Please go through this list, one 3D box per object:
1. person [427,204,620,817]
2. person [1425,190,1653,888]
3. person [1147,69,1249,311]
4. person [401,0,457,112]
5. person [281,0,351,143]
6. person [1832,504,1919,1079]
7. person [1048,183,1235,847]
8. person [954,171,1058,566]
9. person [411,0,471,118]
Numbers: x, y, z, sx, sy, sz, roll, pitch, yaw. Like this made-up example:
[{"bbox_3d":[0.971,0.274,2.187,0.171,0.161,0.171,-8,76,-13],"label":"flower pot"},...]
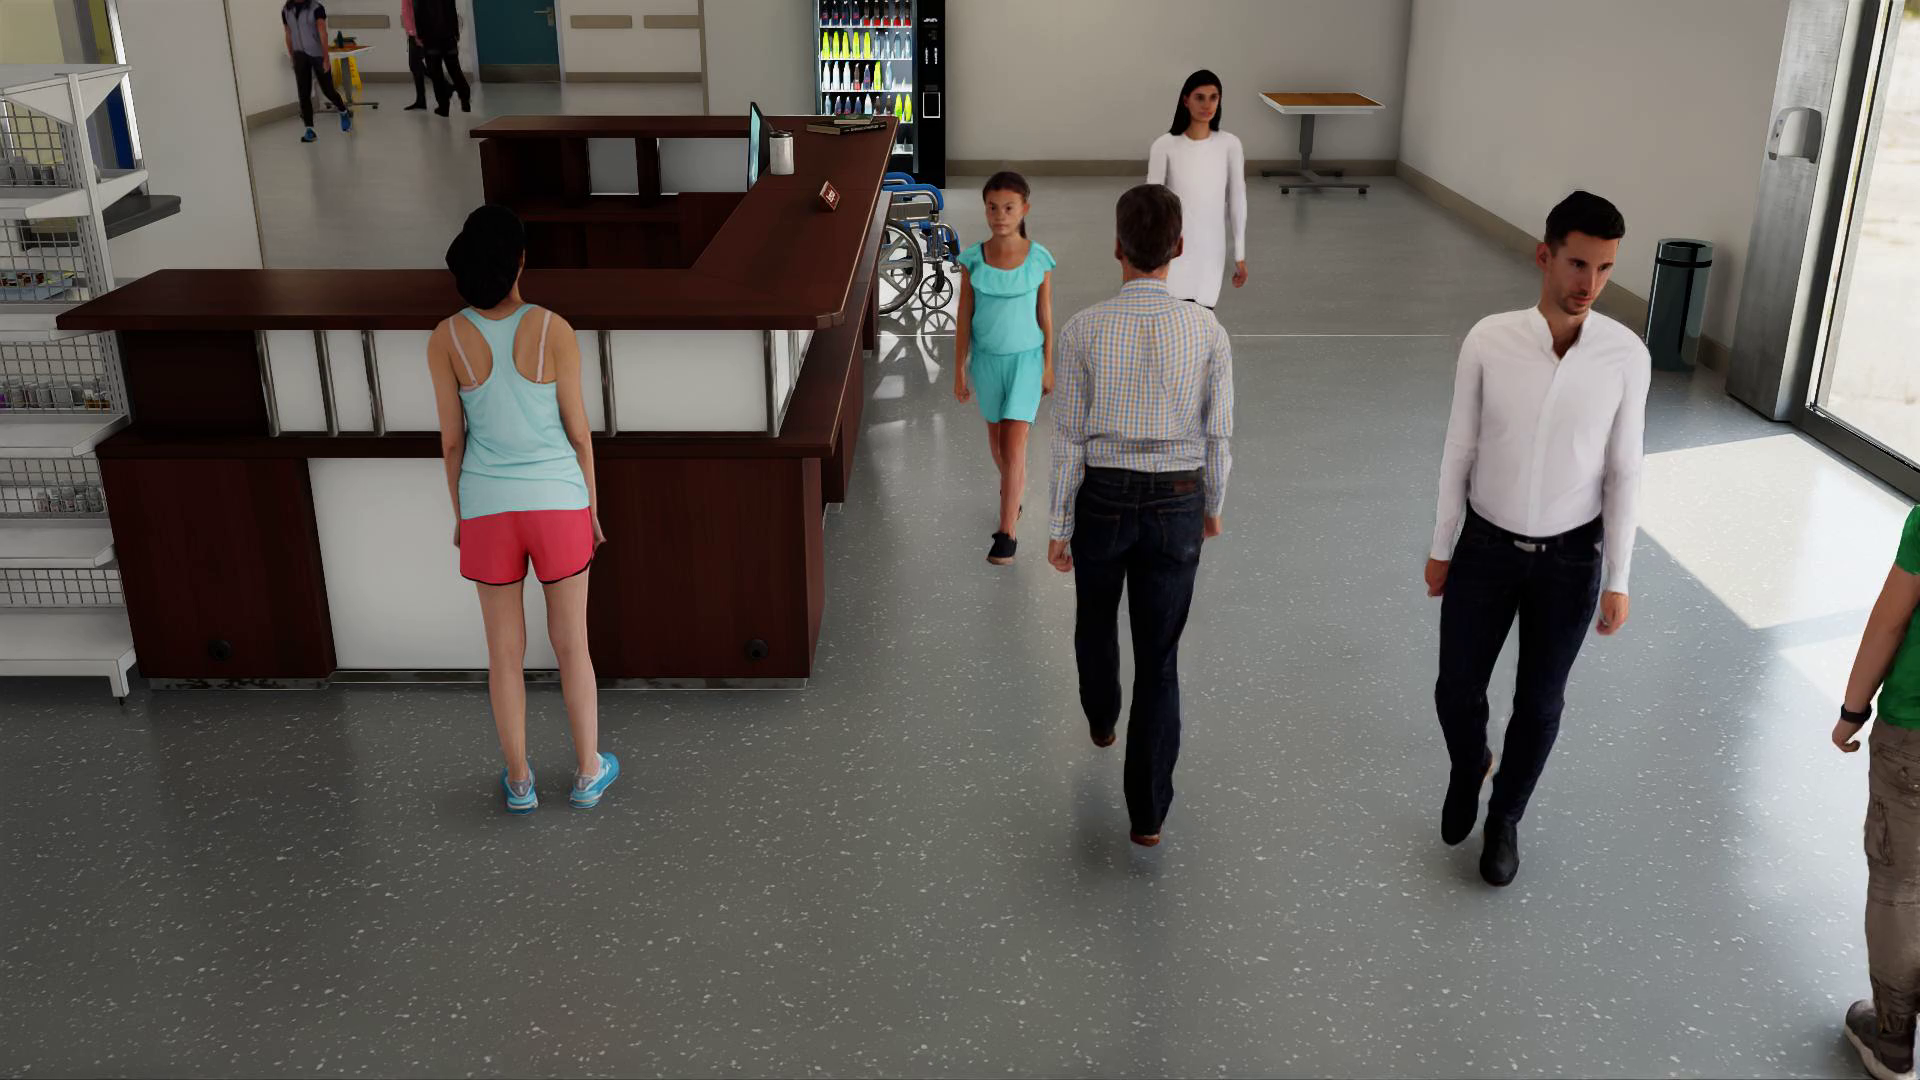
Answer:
[{"bbox_3d":[-1.225,-0.063,4.689,0.556,1.765,0.666,-3,21,-7],"label":"person"},{"bbox_3d":[1.510,-0.004,4.407,0.754,1.854,0.837,7,22,18],"label":"person"},{"bbox_3d":[1.109,-1.366,8.096,0.723,1.787,0.748,-4,21,-11],"label":"person"},{"bbox_3d":[-6.930,-6.540,21.542,1.026,1.941,0.827,-7,22,-19],"label":"person"},{"bbox_3d":[-7.313,-5.459,18.876,1.064,1.807,0.835,3,21,7],"label":"person"},{"bbox_3d":[2.121,0.462,3.483,0.615,1.636,0.691,4,21,11],"label":"person"},{"bbox_3d":[0.500,-0.030,4.590,1.130,1.774,0.784,1,21,4],"label":"person"},{"bbox_3d":[0.201,-0.712,6.747,1.020,1.521,0.753,3,21,8],"label":"person"},{"bbox_3d":[-6.576,-6.327,21.048,0.944,1.891,0.988,-11,23,-26],"label":"person"}]
